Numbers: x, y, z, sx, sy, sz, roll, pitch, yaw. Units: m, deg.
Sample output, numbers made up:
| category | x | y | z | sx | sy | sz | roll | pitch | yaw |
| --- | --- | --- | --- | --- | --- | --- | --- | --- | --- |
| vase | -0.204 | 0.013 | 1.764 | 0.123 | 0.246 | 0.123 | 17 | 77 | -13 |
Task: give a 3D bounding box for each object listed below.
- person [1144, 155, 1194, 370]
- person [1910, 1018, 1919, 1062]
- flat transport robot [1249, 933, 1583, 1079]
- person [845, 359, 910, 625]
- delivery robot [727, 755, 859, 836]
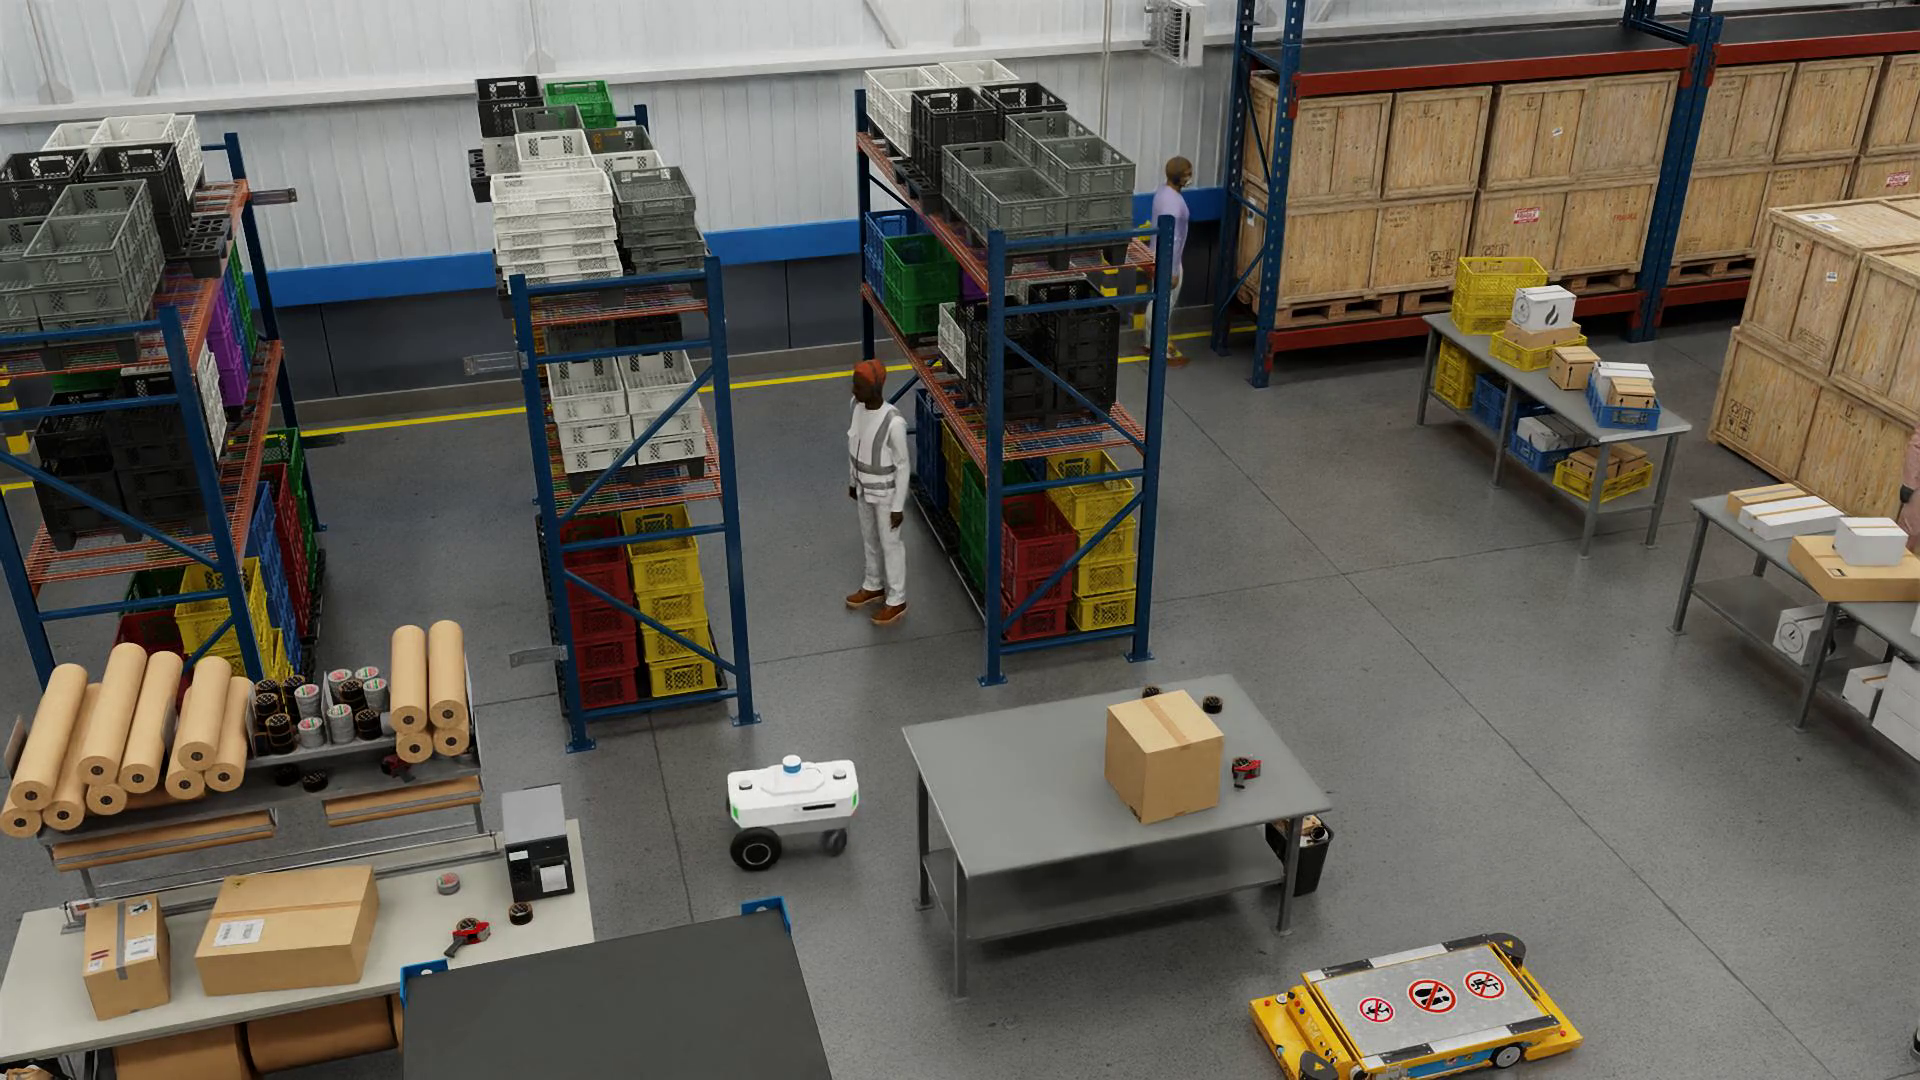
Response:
| category | x | y | z | sx | sy | sz | roll | pitch | yaw |
| --- | --- | --- | --- | --- | --- | --- | --- | --- | --- |
| person | 1.877 | -2.507 | 14.975 | 0.354 | 1.937 | 0.635 | -1 | 29 | -3 |
| person | 4.731 | 1.675 | 7.478 | 0.404 | 1.827 | 0.602 | -25 | 38 | -38 |
| flat transport robot | 2.184 | 2.282 | 7.980 | 1.431 | 0.197 | 0.652 | -8 | 30 | -14 |
| person | -0.552 | -0.326 | 11.064 | 0.342 | 1.882 | 0.579 | -19 | 34 | -31 |
| delivery robot | -0.917 | 1.410 | 9.181 | 0.707 | 0.478 | 0.477 | -5 | 29 | -9 |
